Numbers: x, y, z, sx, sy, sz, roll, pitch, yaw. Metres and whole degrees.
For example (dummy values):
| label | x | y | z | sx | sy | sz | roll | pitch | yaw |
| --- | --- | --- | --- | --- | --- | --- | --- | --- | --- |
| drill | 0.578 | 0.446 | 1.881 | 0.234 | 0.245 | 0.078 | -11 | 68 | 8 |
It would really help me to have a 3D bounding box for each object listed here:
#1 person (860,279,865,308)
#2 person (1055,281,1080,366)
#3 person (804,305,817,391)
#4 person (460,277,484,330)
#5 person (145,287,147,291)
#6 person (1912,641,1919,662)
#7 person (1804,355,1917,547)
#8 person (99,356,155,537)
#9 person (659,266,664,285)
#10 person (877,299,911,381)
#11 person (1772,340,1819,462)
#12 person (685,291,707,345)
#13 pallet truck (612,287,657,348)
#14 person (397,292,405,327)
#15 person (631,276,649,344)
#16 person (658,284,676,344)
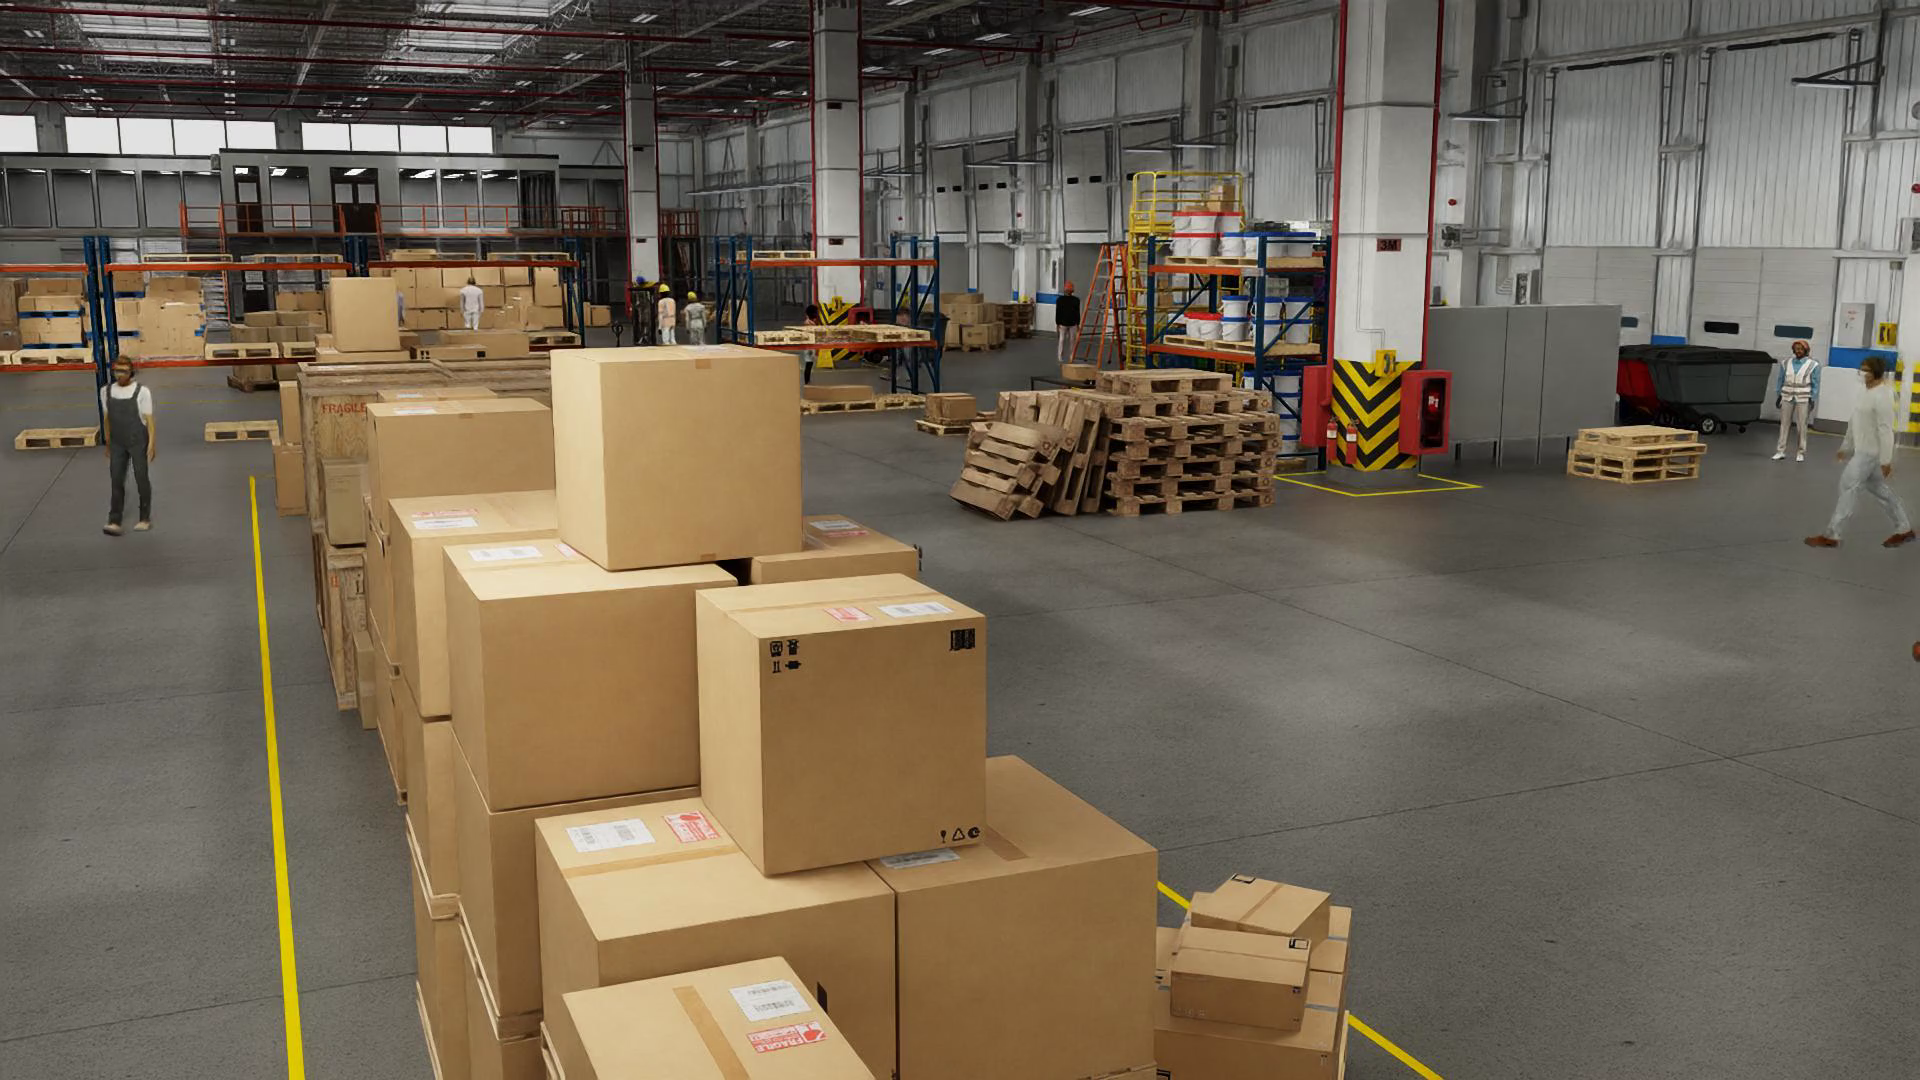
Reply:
| label | x | y | z | sx | sy | sz | roll | pitch | yaw |
| --- | --- | --- | --- | --- | --- | --- | --- | --- | --- |
| person | -3.653 | -8.730 | 59.539 | 0.559 | 1.895 | 0.976 | 2 | 10 | 10 |
| person | 2.549 | -5.102 | 39.249 | 0.612 | 1.995 | 0.382 | -3 | 11 | -15 |
| person | -2.944 | -3.791 | 32.831 | 0.319 | 1.698 | 0.538 | 0 | 10 | 1 |
| person | -13.782 | -6.473 | 47.004 | 0.667 | 1.919 | 0.646 | -3 | 11 | -19 |
| person | -26.133 | -7.484 | 53.005 | 0.637 | 1.785 | 0.971 | 4 | 11 | 21 |
| person | 6.890 | 0.058 | 11.136 | 0.652 | 1.884 | 1.039 | 0 | 10 | 3 |
| person | 8.834 | -0.845 | 16.098 | 1.022 | 1.896 | 0.635 | 3 | 11 | 14 |
| person | -8.425 | -0.942 | 16.810 | 0.537 | 1.812 | 0.787 | -1 | 10 | -6 |
| person | -11.822 | -9.857 | 65.586 | 0.989 | 1.956 | 0.612 | 5 | 11 | 26 |
| person | -1.278 | -4.194 | 34.987 | 0.897 | 1.711 | 0.545 | -6 | 12 | -31 |
| person | 11.298 | -1.881 | 22.469 | 0.514 | 1.642 | 0.310 | 10 | 14 | 43 |
| person | -6.393 | -5.137 | 40.174 | 0.515 | 1.715 | 0.446 | -4 | 11 | -20 |
| pallet truck | -6.464 | -4.406 | 35.401 | 0.823 | 1.965 | 1.885 | 6 | 12 | 32 |
| person | -14.926 | -5.890 | 43.827 | 0.595 | 1.913 | 0.471 | 0 | 10 | -2 |
| person | -9.052 | -6.511 | 47.178 | 0.650 | 1.929 | 0.452 | 5 | 11 | 26 |
| person | -6.932 | -5.065 | 39.265 | 0.405 | 1.918 | 0.586 | 6 | 12 | 29 |
